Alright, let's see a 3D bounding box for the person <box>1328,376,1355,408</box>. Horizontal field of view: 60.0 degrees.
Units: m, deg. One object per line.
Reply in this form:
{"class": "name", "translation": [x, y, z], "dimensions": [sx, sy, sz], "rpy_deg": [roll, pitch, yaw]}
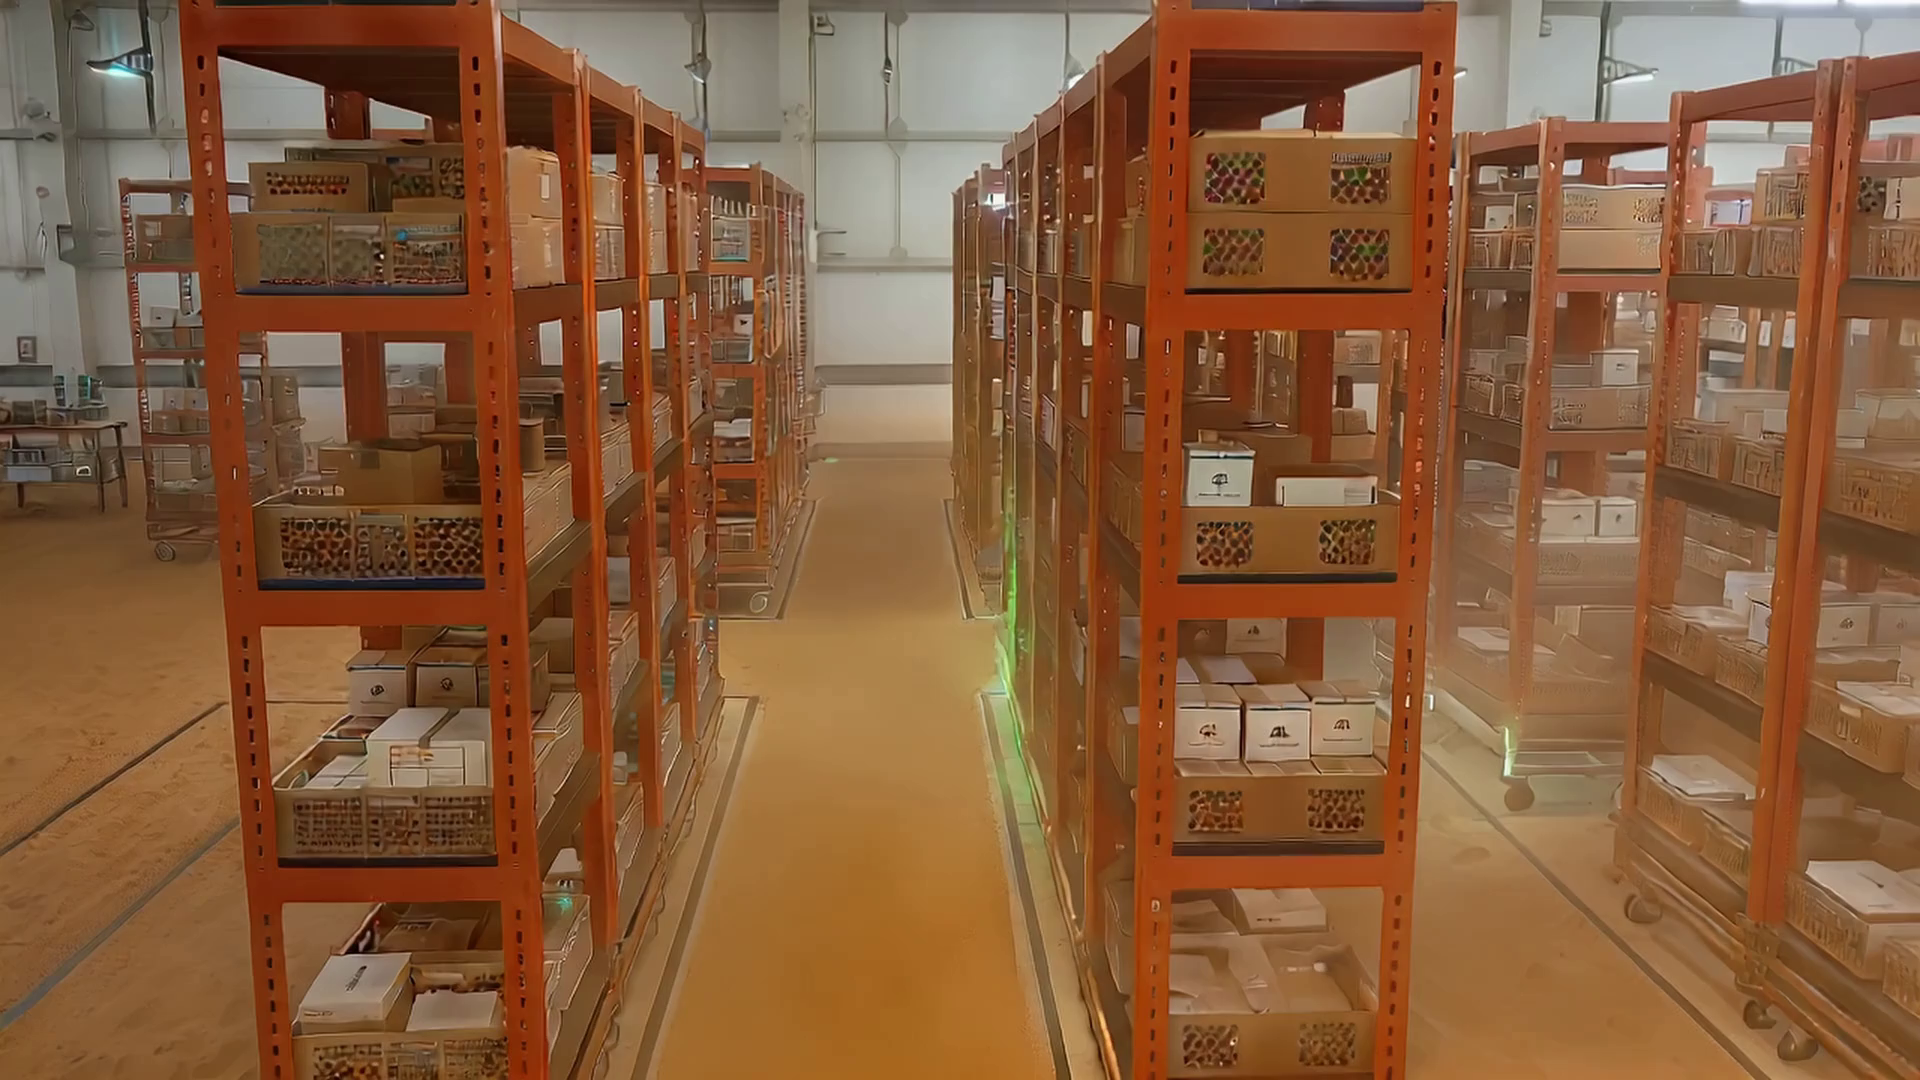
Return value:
{"class": "person", "translation": [3.929, -1.068, 17.816], "dimensions": [0.567, 1.846, 0.389], "rpy_deg": [0, 10, -3]}

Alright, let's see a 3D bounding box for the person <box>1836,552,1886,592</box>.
{"class": "person", "translation": [6.700, -0.083, 12.243], "dimensions": [0.600, 1.831, 0.404], "rpy_deg": [-5, 11, -24]}
